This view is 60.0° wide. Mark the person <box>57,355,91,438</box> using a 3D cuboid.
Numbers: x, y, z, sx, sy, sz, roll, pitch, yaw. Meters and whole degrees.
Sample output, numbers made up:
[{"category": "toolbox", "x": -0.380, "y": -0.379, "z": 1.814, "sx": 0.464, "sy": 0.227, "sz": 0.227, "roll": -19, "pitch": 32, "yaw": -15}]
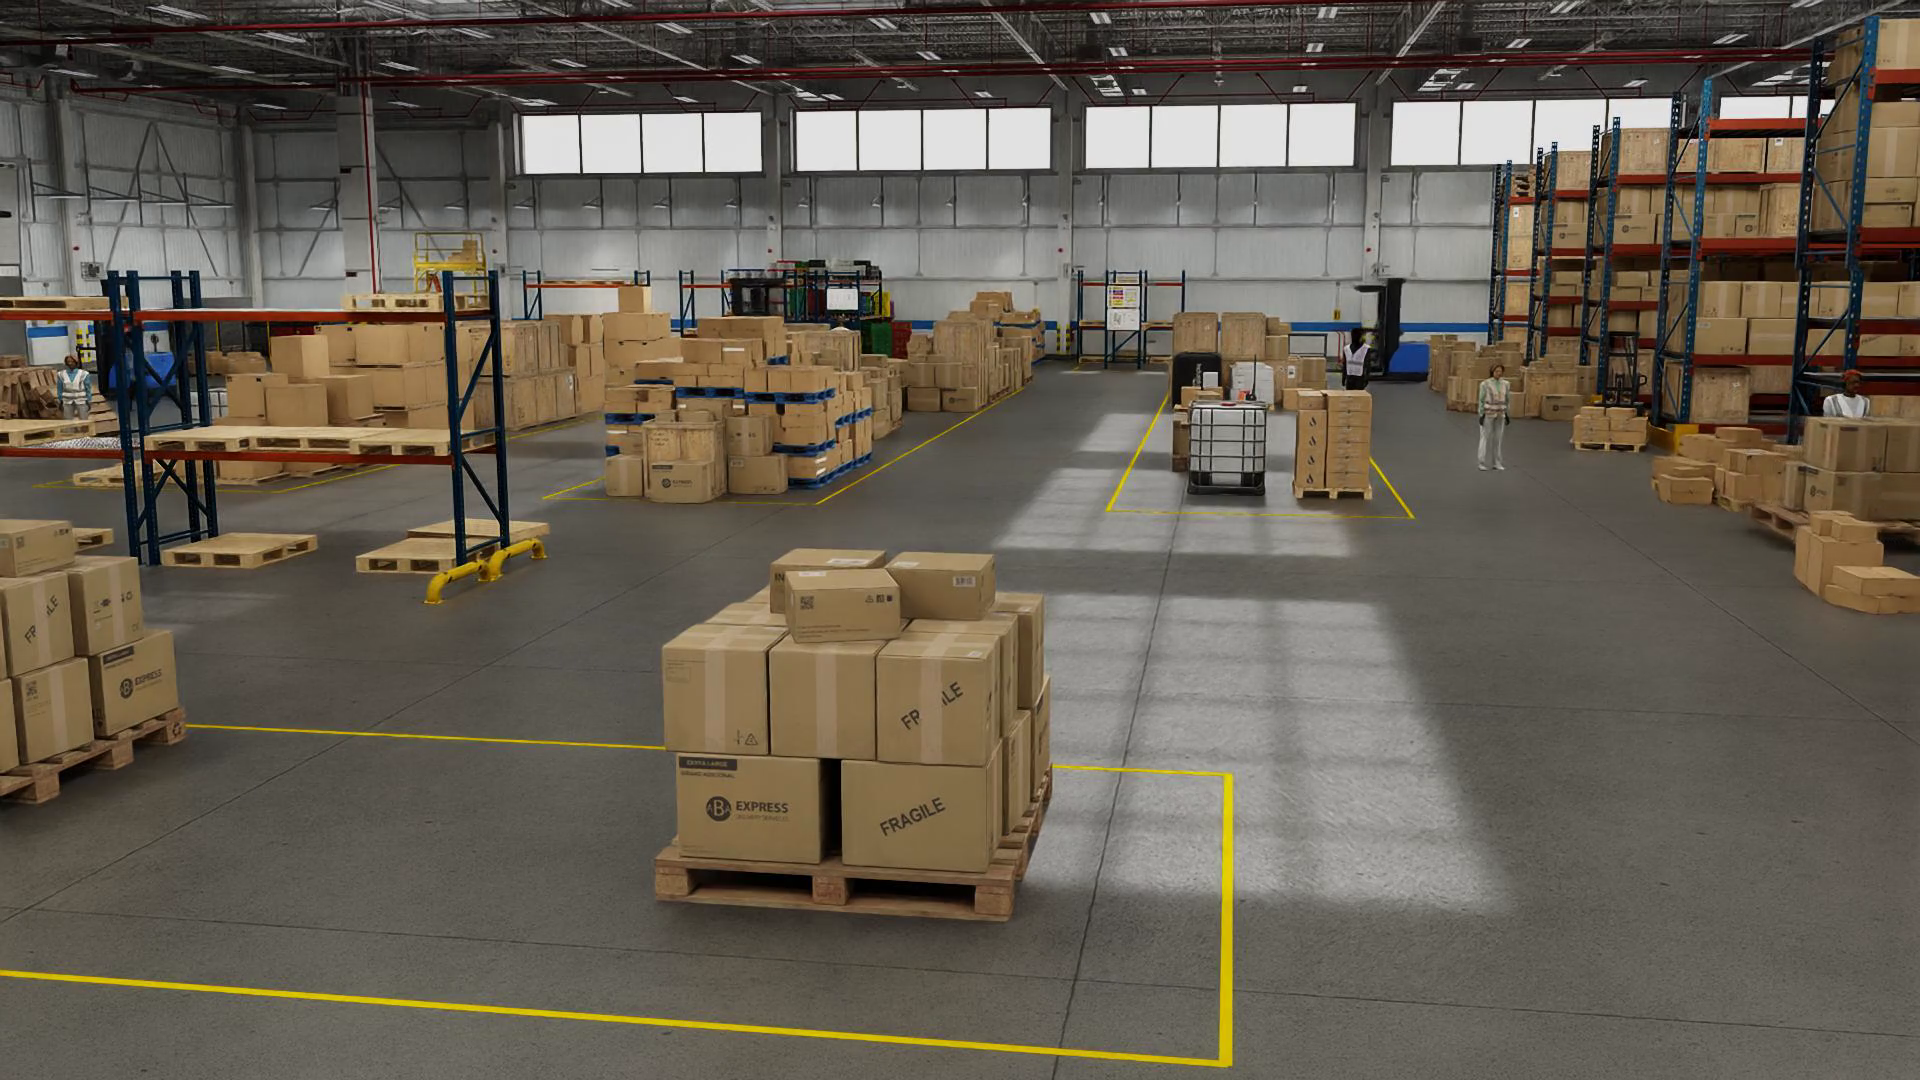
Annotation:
[{"category": "person", "x": -14.767, "y": -2.273, "z": 27.748, "sx": 0.514, "sy": 1.641, "sz": 0.307, "roll": -3, "pitch": 10, "yaw": -17}]

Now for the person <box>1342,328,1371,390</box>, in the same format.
[{"category": "person", "x": 7.774, "y": -3.196, "z": 32.621, "sx": 0.592, "sy": 1.911, "sz": 0.385, "roll": 9, "pitch": 13, "yaw": 44}]

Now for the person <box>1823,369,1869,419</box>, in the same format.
[{"category": "person", "x": 10.366, "y": -1.057, "z": 19.500, "sx": 0.573, "sy": 1.883, "sz": 0.354, "roll": -1, "pitch": 9, "yaw": -8}]

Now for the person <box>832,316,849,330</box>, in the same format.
[{"category": "person", "x": -2.855, "y": -4.417, "z": 40.061, "sx": 0.627, "sy": 1.938, "sz": 0.372, "roll": 4, "pitch": 10, "yaw": 21}]

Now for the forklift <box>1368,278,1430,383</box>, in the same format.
[{"category": "forklift", "x": 11.684, "y": -5.662, "z": 44.836, "sx": 1.873, "sy": 2.768, "sz": 1.129, "roll": 1, "pitch": 9, "yaw": 9}]

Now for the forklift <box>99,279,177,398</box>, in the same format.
[{"category": "forklift", "x": -19.606, "y": -4.720, "z": 39.027, "sx": 1.873, "sy": 2.768, "sz": 1.129, "roll": 1, "pitch": 9, "yaw": 9}]

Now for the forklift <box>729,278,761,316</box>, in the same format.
[{"category": "forklift", "x": -5.786, "y": -5.667, "z": 44.865, "sx": 1.873, "sy": 2.768, "sz": 1.129, "roll": 7, "pitch": 11, "yaw": 35}]

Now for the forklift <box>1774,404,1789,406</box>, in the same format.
[{"category": "forklift", "x": 18.535, "y": -4.234, "z": 36.028, "sx": 1.129, "sy": 2.768, "sz": 1.873, "roll": 1, "pitch": 9, "yaw": 9}]

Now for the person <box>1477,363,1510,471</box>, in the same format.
[{"category": "person", "x": 8.101, "y": -1.867, "z": 25.249, "sx": 0.523, "sy": 1.636, "sz": 0.310, "roll": -2, "pitch": 10, "yaw": -14}]

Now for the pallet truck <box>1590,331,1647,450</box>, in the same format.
[{"category": "pallet truck", "x": 11.253, "y": -2.573, "z": 28.499, "sx": 0.823, "sy": 1.965, "sz": 1.885, "roll": 5, "pitch": 10, "yaw": 27}]

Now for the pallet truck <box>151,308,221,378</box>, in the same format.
[{"category": "pallet truck", "x": -21.869, "y": -5.598, "z": 47.154, "sx": 0.823, "sy": 1.965, "sz": 1.885, "roll": 4, "pitch": 10, "yaw": 26}]

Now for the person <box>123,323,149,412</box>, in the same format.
[{"category": "person", "x": -17.830, "y": -3.695, "z": 35.690, "sx": 0.577, "sy": 1.904, "sz": 0.860, "roll": 7, "pitch": 12, "yaw": 37}]
